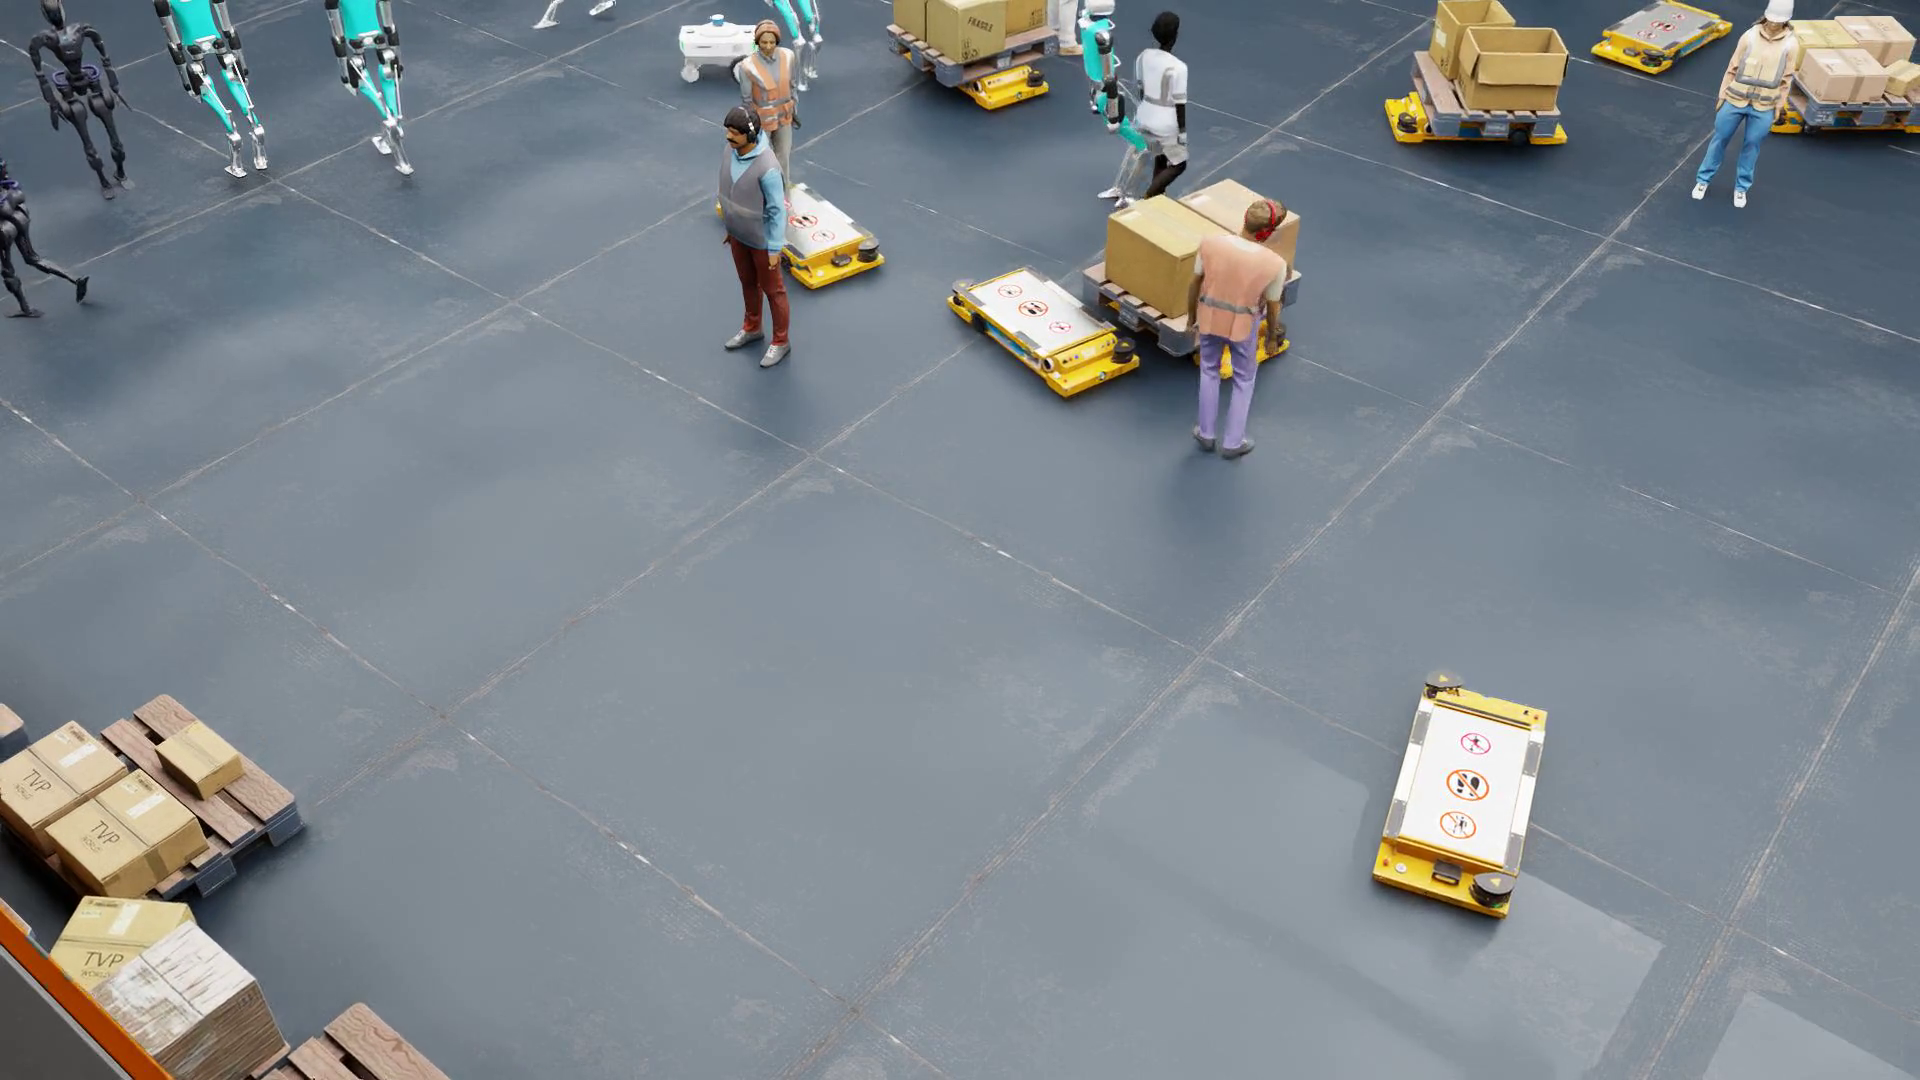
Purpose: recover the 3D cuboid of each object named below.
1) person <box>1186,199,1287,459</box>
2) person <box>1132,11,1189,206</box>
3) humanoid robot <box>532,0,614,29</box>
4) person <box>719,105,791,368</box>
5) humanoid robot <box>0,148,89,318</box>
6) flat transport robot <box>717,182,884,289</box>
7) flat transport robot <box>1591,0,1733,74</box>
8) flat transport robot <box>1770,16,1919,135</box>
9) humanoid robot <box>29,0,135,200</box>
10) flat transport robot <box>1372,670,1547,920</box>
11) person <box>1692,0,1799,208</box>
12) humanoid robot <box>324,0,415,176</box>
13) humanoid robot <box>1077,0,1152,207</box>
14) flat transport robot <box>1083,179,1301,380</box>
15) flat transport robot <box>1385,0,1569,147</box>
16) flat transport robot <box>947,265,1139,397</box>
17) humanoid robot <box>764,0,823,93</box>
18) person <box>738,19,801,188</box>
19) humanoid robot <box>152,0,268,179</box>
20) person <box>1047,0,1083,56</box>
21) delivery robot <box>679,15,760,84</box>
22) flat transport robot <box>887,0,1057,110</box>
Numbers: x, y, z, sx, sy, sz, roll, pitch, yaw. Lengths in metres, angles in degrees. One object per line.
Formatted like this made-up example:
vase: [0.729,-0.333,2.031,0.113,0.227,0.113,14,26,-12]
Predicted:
person: [1.697,-1.307,10.434,0.608,1.824,0.380,16,43,18]
person: [1.503,-3.187,12.739,0.482,1.667,0.571,-22,45,-23]
humanoid robot: [-3.686,-5.714,15.713,0.999,1.764,0.551,-19,44,-21]
person: [-1.379,-2.068,11.268,0.532,1.880,0.412,31,49,31]
humanoid robot: [-6.702,-2.301,11.709,0.562,1.644,0.591,0,40,0]
flat transport robot: [-1.254,-2.411,12.915,0.659,0.231,1.431,-25,46,-27]
flat transport robot: [6.642,-4.770,15.690,1.431,0.231,0.659,-31,49,-31]
flat transport robot: [7.650,-3.786,14.532,1.431,0.231,0.659,0,40,0]
humanoid robot: [-6.892,-3.492,13.111,0.591,1.665,0.422,-25,46,-26]
flat transport robot: [2.603,1.276,8.577,0.659,0.231,1.431,15,43,17]
person: [6.183,-3.434,12.999,0.486,1.720,0.379,17,43,19]
humanoid robot: [-4.627,-3.709,13.338,0.560,1.753,1.034,-27,47,-28]
humanoid robot: [1.272,-3.412,12.951,0.788,1.750,0.531,-10,41,-12]
flat transport robot: [1.643,-1.650,12.019,0.659,0.231,1.431,-27,47,-28]
flat transport robot: [4.457,-3.653,14.375,1.431,0.231,0.659,1,40,2]
flat transport robot: [0.577,-1.527,11.874,0.659,0.231,1.431,-24,46,-26]
humanoid robot: [-1.440,-4.805,14.614,0.530,1.790,0.798,-20,44,-22]
person: [-1.448,-3.209,12.796,0.514,1.636,0.313,-29,48,-29]
humanoid robot: [-5.834,-3.640,13.123,0.533,1.677,0.735,-26,47,-27]
person: [1.004,-5.351,15.169,0.429,1.836,0.615,-12,42,-14]
delivery robot: [-2.150,-4.462,15.119,0.805,0.612,0.499,0,40,0]
flat transport robot: [0.119,-4.342,15.186,0.659,0.231,1.431,-24,46,-26]
